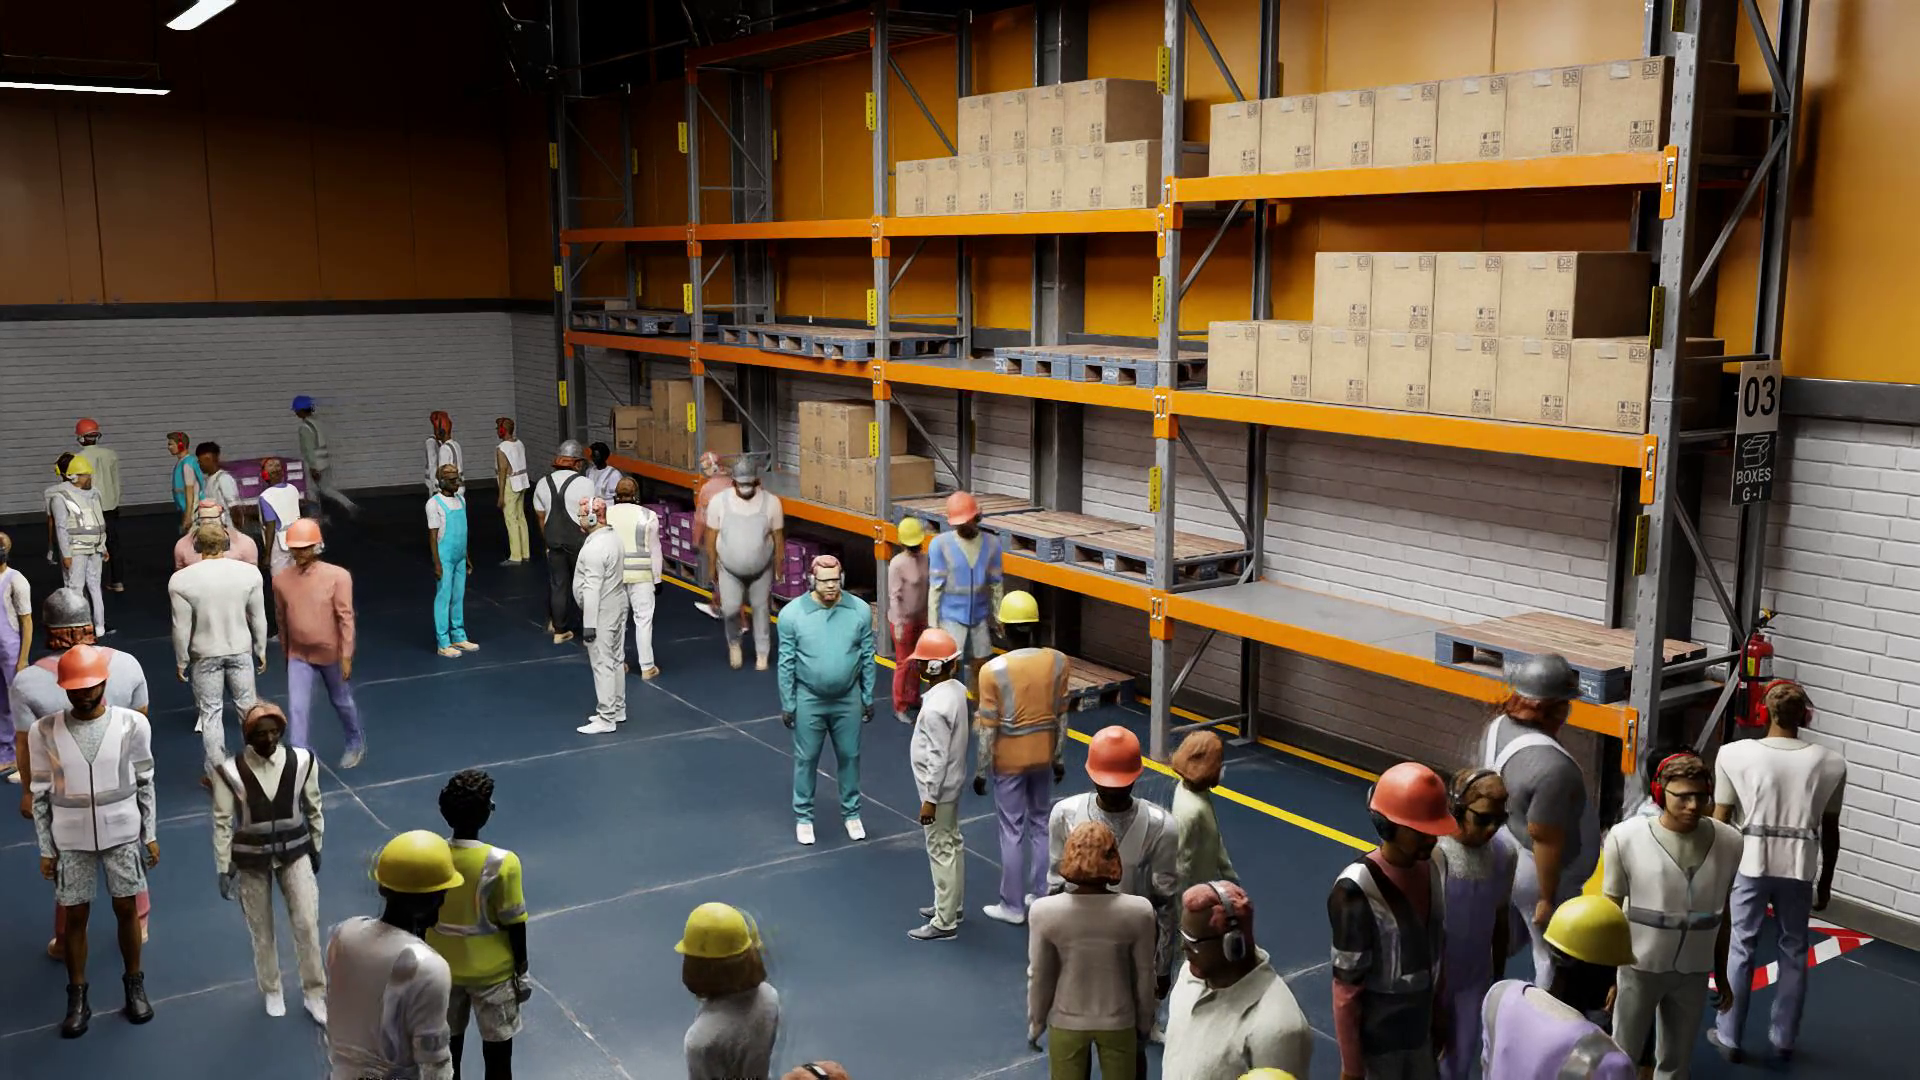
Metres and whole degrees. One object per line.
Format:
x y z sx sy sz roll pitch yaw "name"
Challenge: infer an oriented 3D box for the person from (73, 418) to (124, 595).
-9.744 -0.373 18.738 0.379 1.996 0.609 5 11 27 "person"

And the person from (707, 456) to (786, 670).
-1.947 0.207 15.206 0.719 2.000 0.542 -1 10 -8 "person"

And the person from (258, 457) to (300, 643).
-6.686 0.100 16.416 0.393 1.842 0.564 1 10 8 "person"

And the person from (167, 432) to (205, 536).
-8.755 -0.323 18.941 0.388 1.836 0.561 -6 11 -32 "person"

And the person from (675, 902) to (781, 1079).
-0.817 2.022 5.570 0.900 1.691 0.496 6 11 30 "person"

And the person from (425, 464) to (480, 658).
-4.853 0.190 15.879 0.345 1.846 0.507 3 10 19 "person"

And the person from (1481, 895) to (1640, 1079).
1.821 1.998 5.076 0.399 1.913 0.591 -4 10 -23 "person"

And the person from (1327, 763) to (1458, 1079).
1.585 1.778 6.032 0.615 2.029 0.409 -9 13 -41 "person"

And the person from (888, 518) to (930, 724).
-0.395 0.652 13.514 0.445 1.723 0.571 7 12 37 "person"

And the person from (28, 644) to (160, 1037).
-4.235 1.456 8.172 0.543 1.939 0.371 -5 11 -26 "person"

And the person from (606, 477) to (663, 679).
-2.975 0.345 15.015 0.624 1.837 0.429 2 10 10 "person"

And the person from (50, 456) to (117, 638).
-8.726 0.078 16.578 0.404 1.830 0.590 2 10 12 "person"

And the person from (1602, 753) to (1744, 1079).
2.857 1.743 6.752 0.564 1.847 0.395 -1 10 -5 "person"

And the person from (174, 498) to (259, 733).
-5.932 0.604 13.313 0.641 1.899 0.397 -2 10 -11 "person"

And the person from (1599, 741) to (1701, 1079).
3.096 1.704 7.451 0.408 1.678 0.545 6 11 32 "person"

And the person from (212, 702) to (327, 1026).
-3.376 1.612 8.175 0.535 1.617 0.616 -6 11 -29 "person"

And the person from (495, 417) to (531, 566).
-5.518 -0.594 20.520 0.385 1.838 0.562 2 10 12 "person"

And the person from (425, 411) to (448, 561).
-6.516 -0.681 20.880 0.361 1.882 0.575 0 10 -1 "person"

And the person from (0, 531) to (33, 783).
-6.937 0.841 12.056 0.508 1.847 0.345 4 10 20 "person"

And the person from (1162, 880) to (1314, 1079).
0.815 1.982 5.226 0.402 1.895 0.653 -4 10 -21 "person"

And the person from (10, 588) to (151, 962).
-4.787 1.257 9.039 0.535 2.000 0.674 9 13 42 "person"

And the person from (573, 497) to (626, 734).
-2.898 0.595 13.346 0.399 1.900 0.645 1 10 4 "person"

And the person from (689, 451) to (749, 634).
-2.475 0.010 16.950 0.940 1.848 0.662 6 11 31 "person"

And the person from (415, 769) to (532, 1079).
-2.029 1.788 6.933 0.540 1.695 0.318 3 10 15 "person"

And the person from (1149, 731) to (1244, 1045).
1.175 1.676 7.865 0.749 1.599 0.504 1 10 8 "person"

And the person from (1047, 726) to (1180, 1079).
0.619 1.689 6.857 0.549 1.926 0.388 2 10 14 "person"

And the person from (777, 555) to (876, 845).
-0.852 1.031 10.795 0.647 1.899 0.400 -3 10 -15 "person"

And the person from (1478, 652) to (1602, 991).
2.582 1.484 7.706 0.824 2.000 0.694 -1 10 -9 "person"

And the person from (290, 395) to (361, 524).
-8.822 -1.058 23.035 0.776 1.910 0.629 1 10 3 "person"

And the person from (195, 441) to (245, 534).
-7.521 -0.047 17.063 0.372 1.929 0.751 -9 13 -42 "person"

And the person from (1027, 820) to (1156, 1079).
0.511 1.894 6.497 0.498 1.633 0.284 0 10 0 "person"

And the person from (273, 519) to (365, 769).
-4.631 0.796 12.033 0.616 1.959 1.002 0 10 0 "person"

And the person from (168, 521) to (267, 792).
-5.266 0.828 11.859 0.634 1.936 0.351 -7 12 -35 "person"

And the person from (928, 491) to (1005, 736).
0.059 0.611 12.927 0.665 2.013 0.479 -4 11 -23 "person"

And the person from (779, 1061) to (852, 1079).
-0.364 2.215 4.629 0.315 1.631 0.513 -8 13 -39 "person"

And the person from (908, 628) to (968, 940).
-0.129 1.355 9.305 0.330 1.750 0.572 2 10 11 "person"

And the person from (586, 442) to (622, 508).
-4.105 -0.296 19.188 0.536 1.691 0.319 6 11 32 "person"

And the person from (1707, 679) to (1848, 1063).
3.828 1.567 7.852 0.561 1.831 0.484 2 10 13 "person"

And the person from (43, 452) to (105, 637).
-8.820 0.059 16.572 0.518 1.870 0.323 -7 12 -36 "person"

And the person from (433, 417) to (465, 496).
-6.195 -0.554 20.159 0.371 1.878 0.588 -1 10 -4 "person"

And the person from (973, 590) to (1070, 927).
0.344 1.238 9.483 0.591 1.925 0.378 -6 11 -30 "person"

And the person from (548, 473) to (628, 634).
-3.799 0.155 16.658 0.806 1.652 0.538 2 10 11 "person"

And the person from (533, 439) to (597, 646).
-3.788 0.011 16.354 0.672 2.000 0.536 3 10 20 "person"

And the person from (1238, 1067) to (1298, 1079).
0.742 2.193 3.953 0.620 1.905 0.478 -5 11 -29 "person"

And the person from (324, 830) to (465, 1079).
-1.910 1.914 5.641 0.597 1.887 0.637 6 11 30 "person"
